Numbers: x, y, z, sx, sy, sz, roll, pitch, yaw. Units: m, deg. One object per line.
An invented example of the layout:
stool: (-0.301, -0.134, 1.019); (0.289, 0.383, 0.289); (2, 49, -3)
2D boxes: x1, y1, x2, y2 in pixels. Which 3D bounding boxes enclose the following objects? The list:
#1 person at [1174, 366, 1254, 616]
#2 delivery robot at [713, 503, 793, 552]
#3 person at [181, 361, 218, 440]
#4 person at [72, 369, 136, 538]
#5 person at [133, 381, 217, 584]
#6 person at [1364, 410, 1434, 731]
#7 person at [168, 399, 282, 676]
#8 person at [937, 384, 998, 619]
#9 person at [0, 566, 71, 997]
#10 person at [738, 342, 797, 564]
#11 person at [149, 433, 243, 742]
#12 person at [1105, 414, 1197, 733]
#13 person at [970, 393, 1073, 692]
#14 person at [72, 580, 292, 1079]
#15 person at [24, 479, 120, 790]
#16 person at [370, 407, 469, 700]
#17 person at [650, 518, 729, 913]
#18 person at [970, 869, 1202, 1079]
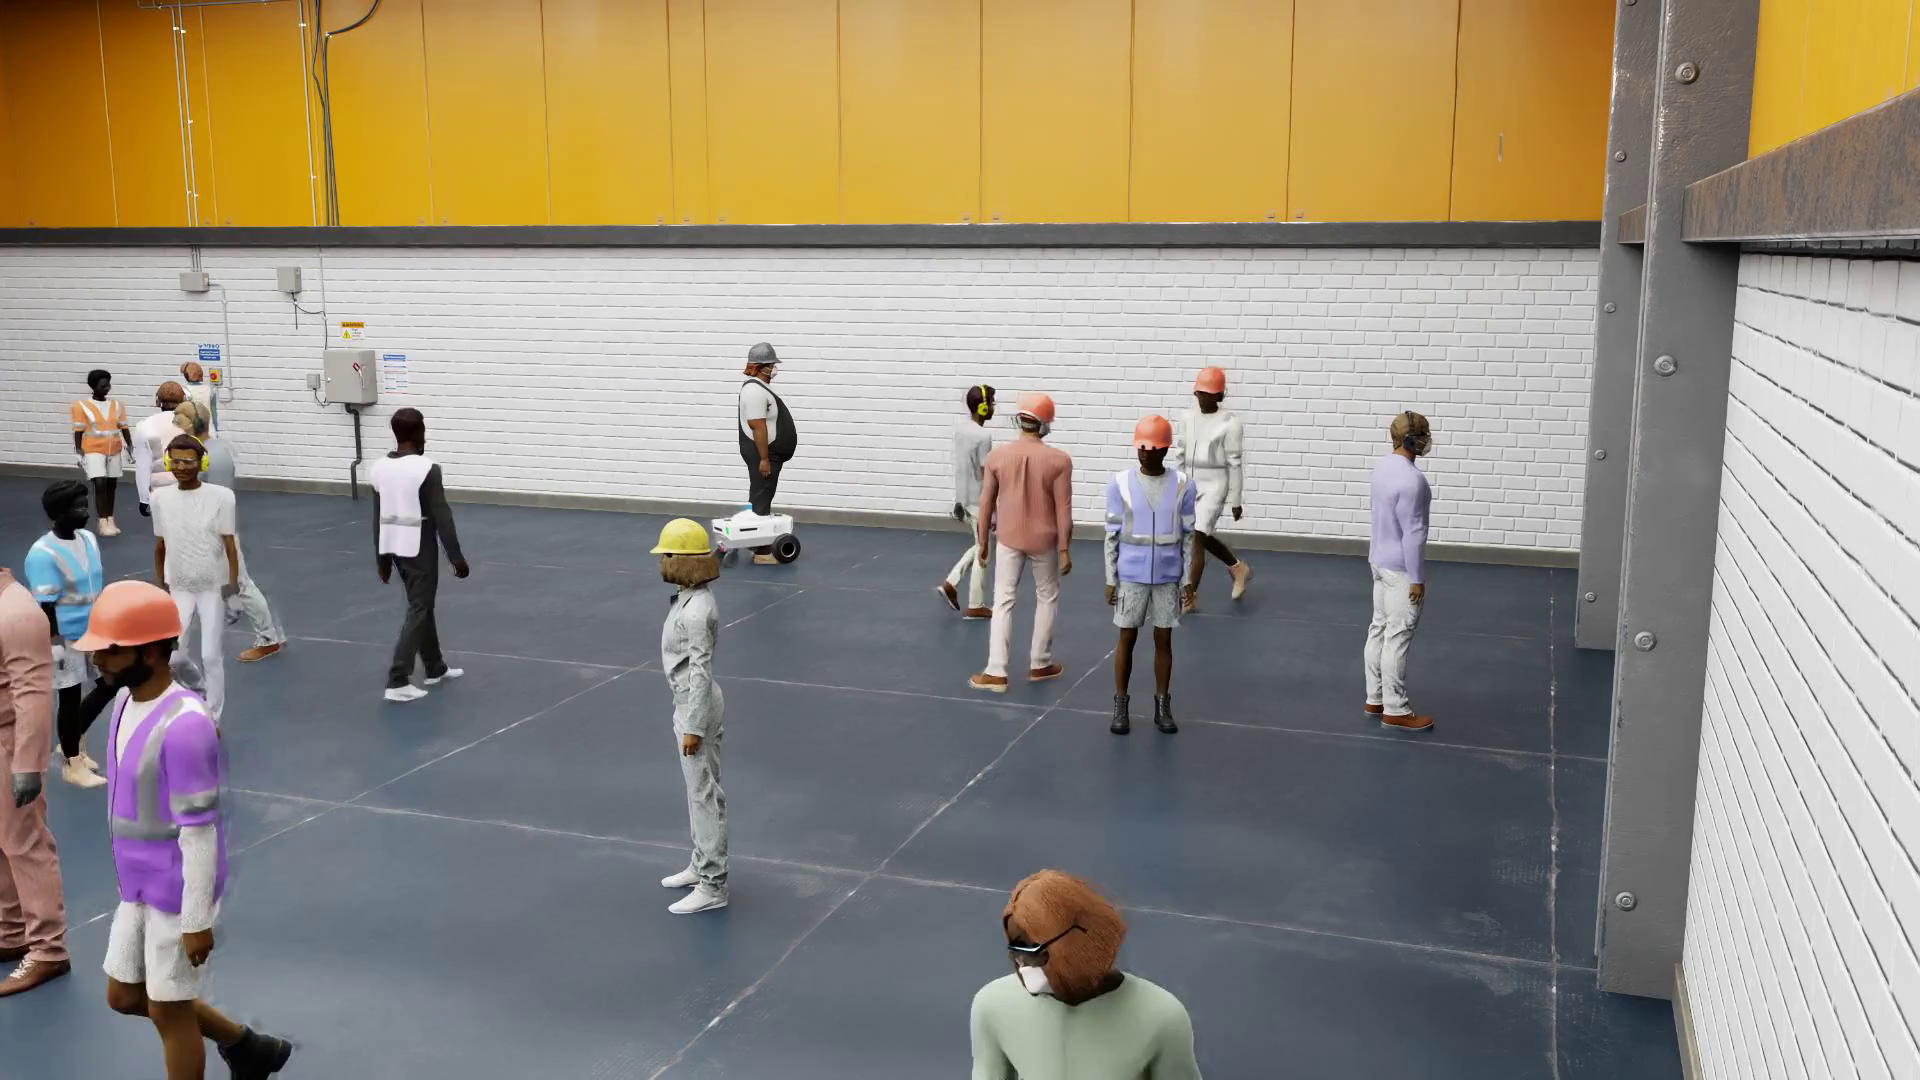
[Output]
person: (2.038, -0.409, 13.295); (0.965, 1.996, 0.603); (-7, 12, -35)
delivery robot: (-1.908, -0.103, 15.318); (0.707, 0.478, 0.477); (-6, 12, -32)
person: (-8.480, -1.167, 18.526); (0.310, 1.638, 0.522); (4, 11, 24)
person: (-8.519, -0.866, 16.664); (0.568, 1.681, 0.554); (6, 12, 32)
person: (-6.305, -0.363, 13.428); (0.633, 1.842, 0.429); (-7, 12, -36)
person: (2.672, 0.181, 10.092); (0.371, 1.940, 0.630); (-1, 10, -6)
person: (-5.164, -0.022, 11.390); (0.650, 1.886, 1.015); (8, 13, 38)
person: (0.116, -0.287, 12.963); (0.456, 1.852, 0.542); (-5, 11, -25)
person: (-3.818, 0.829, 6.533); (0.651, 1.904, 0.403); (7, 12, 35)
person: (-1.774, -0.809, 15.378); (0.538, 2.000, 0.683); (-2, 10, -9)
person: (-4.437, 0.292, 9.716); (0.516, 1.855, 0.467); (-1, 10, -7)
person: (1.139, 0.208, 9.947); (0.548, 1.934, 0.374); (0, 10, 0)
person: (0.413, 0.018, 11.020); (0.662, 1.956, 0.637); (2, 10, 13)
person: (-2.437, 1.058, 5.177); (0.522, 1.927, 0.561); (-10, 14, -43)
person: (-4.780, 0.506, 8.950); (0.340, 1.689, 0.549); (1, 10, 8)
person: (-3.539, 0.078, 10.833); (0.597, 1.911, 0.684); (7, 12, 33)
person: (-1.193, 0.767, 7.341); (0.297, 1.744, 0.487); (-2, 10, -13)
person: (0.294, 1.485, 3.698); (0.560, 1.597, 0.414); (3, 10, 15)
